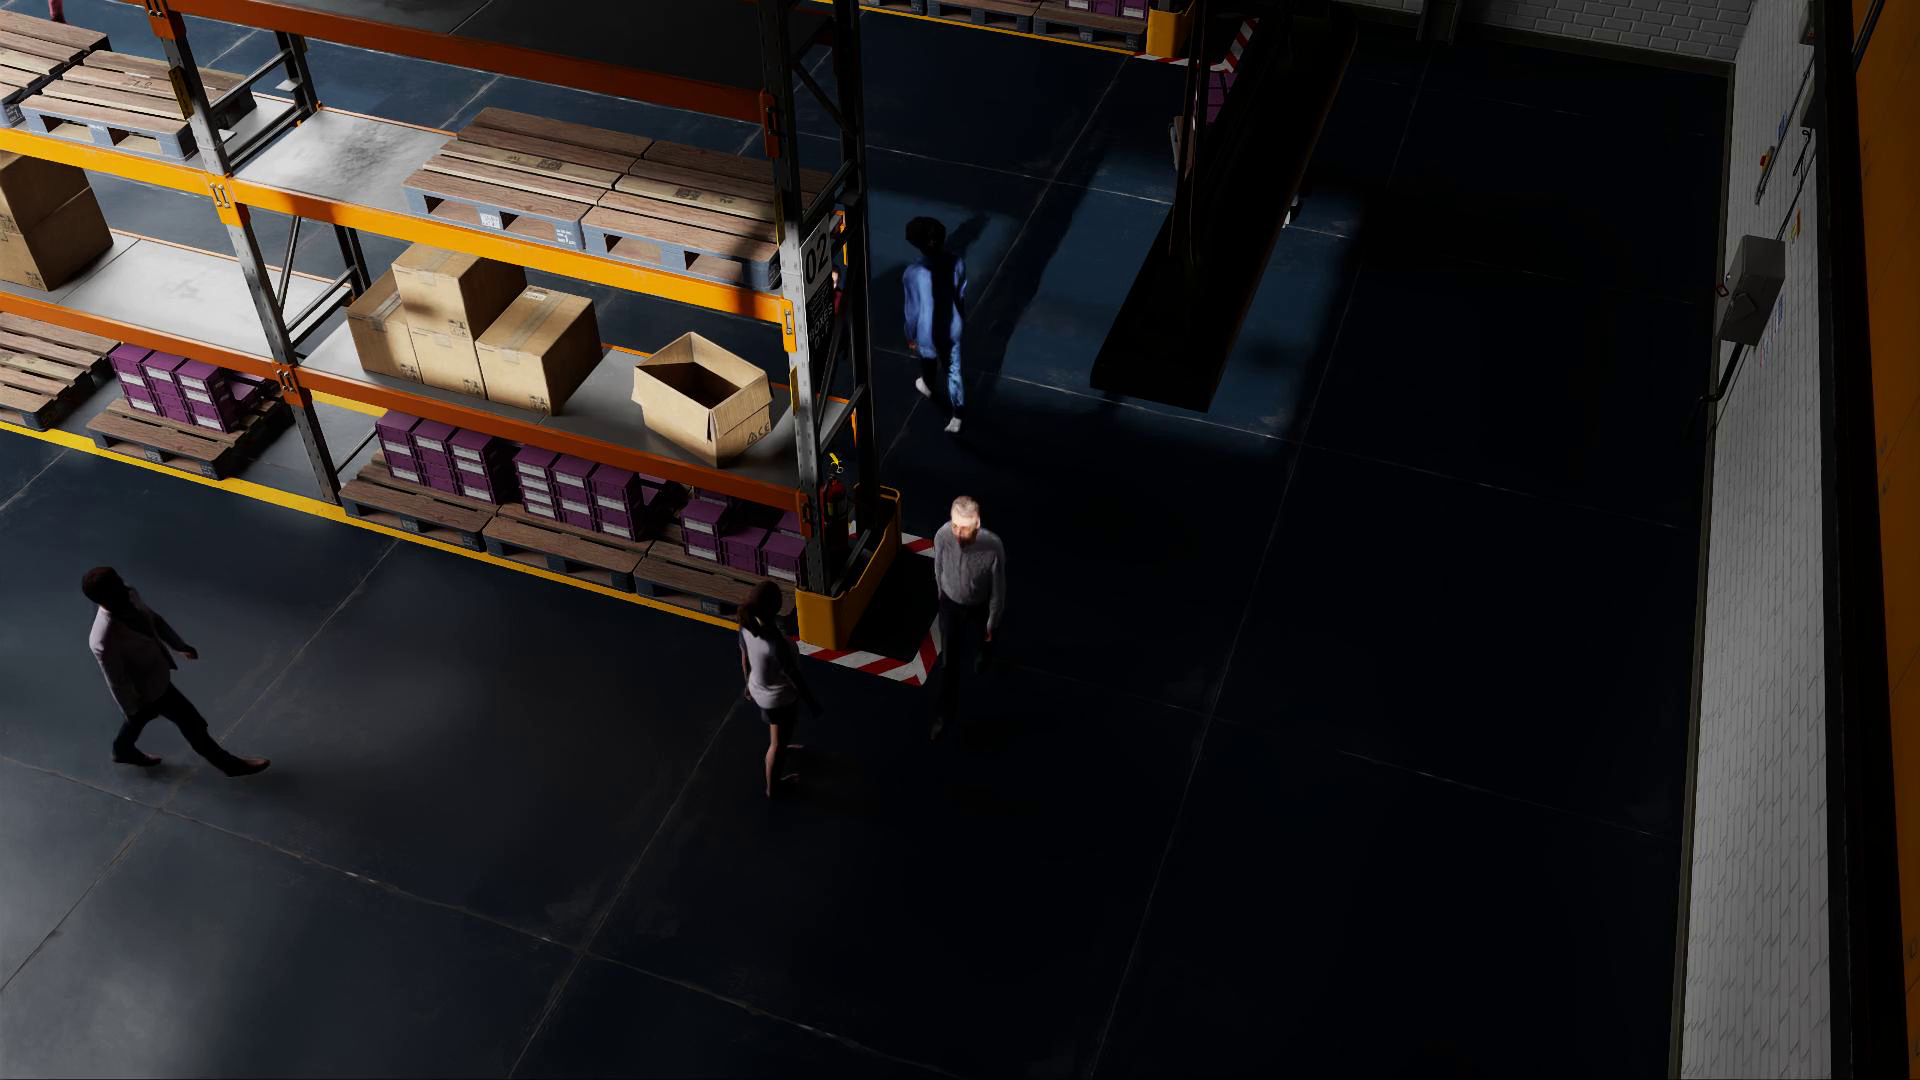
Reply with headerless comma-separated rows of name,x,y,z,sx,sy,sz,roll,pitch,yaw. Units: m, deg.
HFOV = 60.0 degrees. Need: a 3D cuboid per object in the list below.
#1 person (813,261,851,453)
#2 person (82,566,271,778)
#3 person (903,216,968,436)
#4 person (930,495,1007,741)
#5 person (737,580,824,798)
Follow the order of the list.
person,-1.105,-1.445,12.525,0.884,1.624,0.975,-22,48,-21
person,-4.971,0.830,10.000,1.314,1.813,1.066,-6,44,-6
person,-0.129,-1.571,12.552,1.170,1.769,1.167,-11,45,-11
person,0.102,0.345,10.536,1.143,1.774,0.755,12,45,12
person,-1.178,0.954,9.912,0.800,1.754,0.731,-29,50,-27
